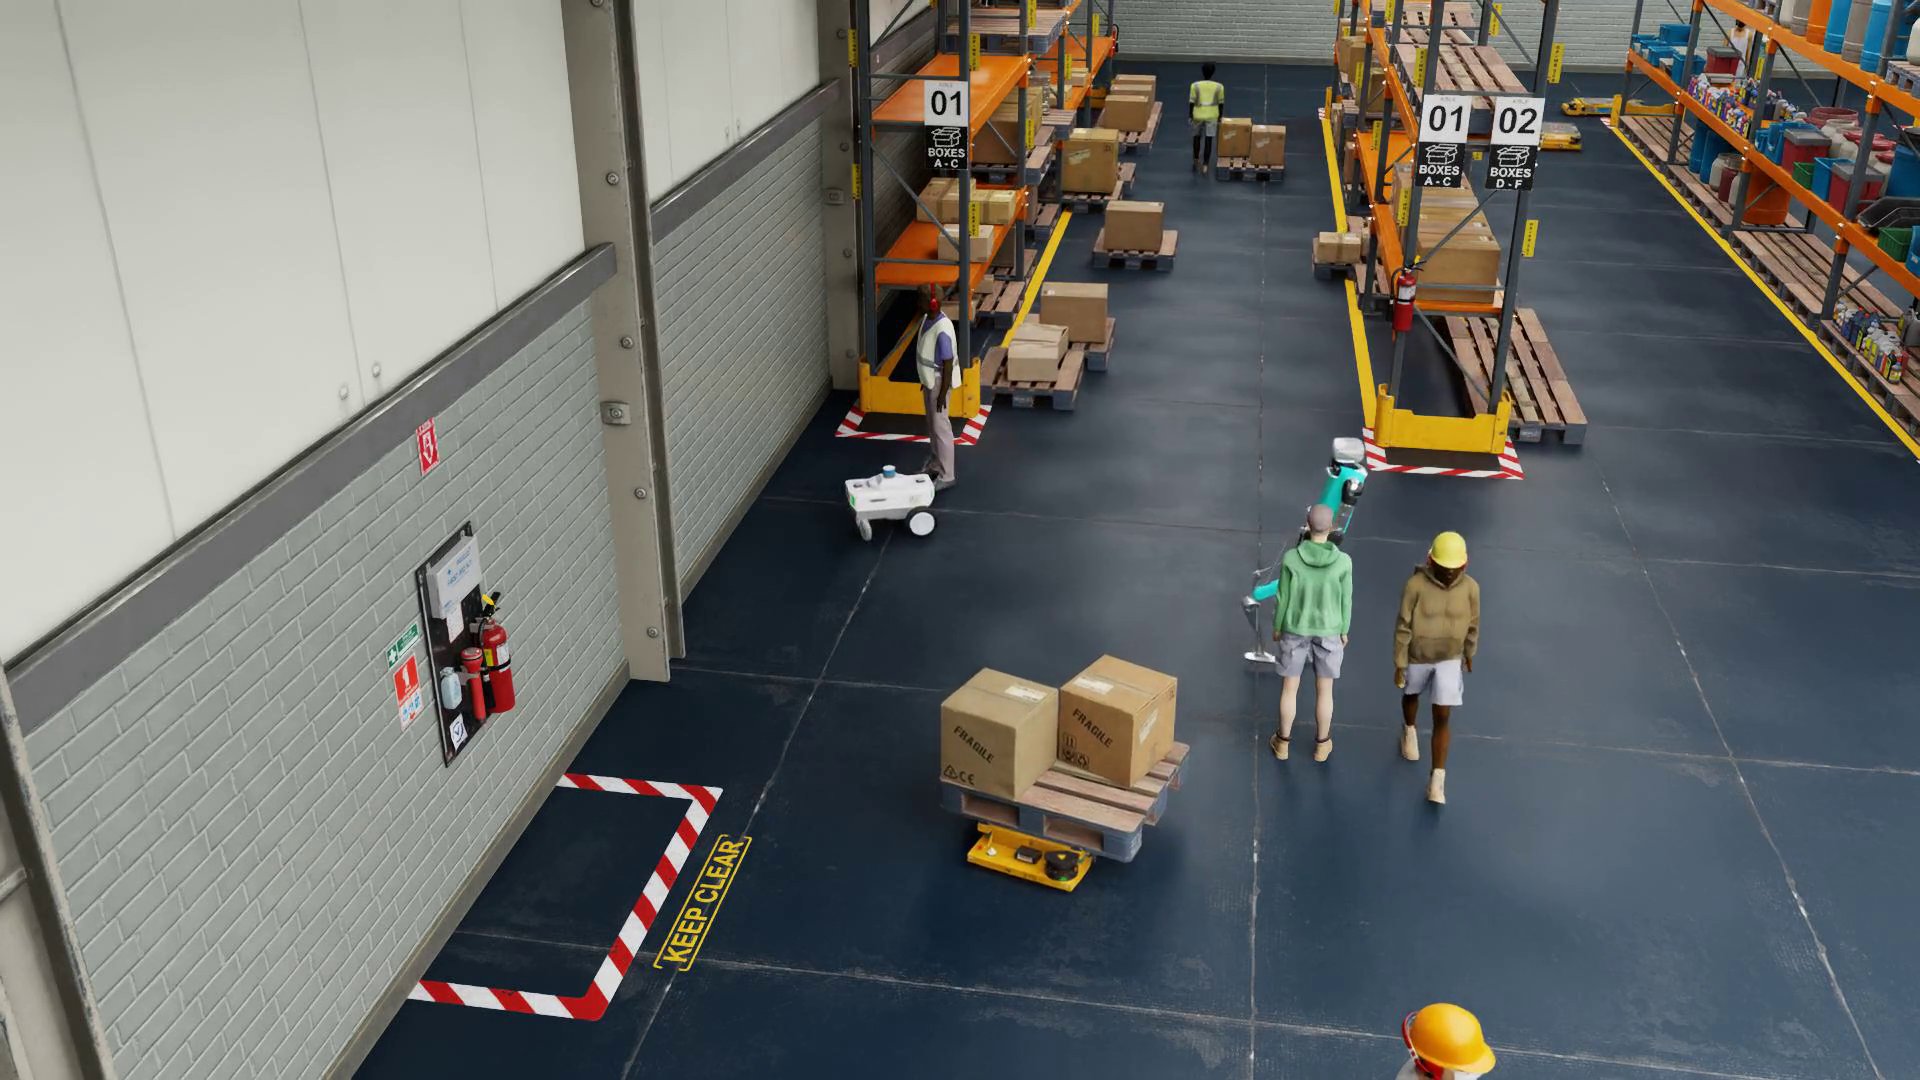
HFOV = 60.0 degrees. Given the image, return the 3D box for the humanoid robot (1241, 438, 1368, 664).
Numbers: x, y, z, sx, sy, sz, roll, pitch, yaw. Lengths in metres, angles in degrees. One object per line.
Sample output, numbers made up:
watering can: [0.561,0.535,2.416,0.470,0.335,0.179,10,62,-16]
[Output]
humanoid robot: [2.244,0.145,11.414,0.942,1.781,0.548,1,25,2]

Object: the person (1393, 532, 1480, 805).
person: [2.888,0.721,10.106,0.522,1.703,0.933,3,25,7]

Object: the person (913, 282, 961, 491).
person: [-0.192,-1.329,14.339,0.373,1.843,0.568,-7,26,-14]

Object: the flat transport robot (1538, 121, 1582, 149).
flat transport robot: [9.999,-6.789,27.887,0.659,0.231,1.431,5,26,11]

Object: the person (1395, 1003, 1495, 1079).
person: [1.686,2.474,6.158,0.380,1.890,0.562,18,31,34]

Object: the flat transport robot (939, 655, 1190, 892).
flat transport robot: [0.646,1.578,9.981,0.659,0.231,1.431,12,28,24]

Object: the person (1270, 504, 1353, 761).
person: [2.182,0.594,10.351,0.469,1.738,0.346,4,25,8]

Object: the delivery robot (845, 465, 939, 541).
delivery robot: [-0.549,-0.320,13.709,0.770,0.599,0.517,-5,25,-10]

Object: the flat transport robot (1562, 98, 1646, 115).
flat transport robot: [11.697,-7.824,30.104,1.431,0.231,0.659,4,25,9]

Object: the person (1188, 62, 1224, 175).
person: [3.796,-6.551,25.725,0.549,1.646,0.875,2,25,5]

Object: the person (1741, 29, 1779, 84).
person: [15.728,-9.734,32.492,0.866,1.704,0.583,-19,31,-34]

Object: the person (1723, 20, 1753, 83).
person: [13.701,-8.401,29.456,0.531,1.860,0.391,7,26,15]
